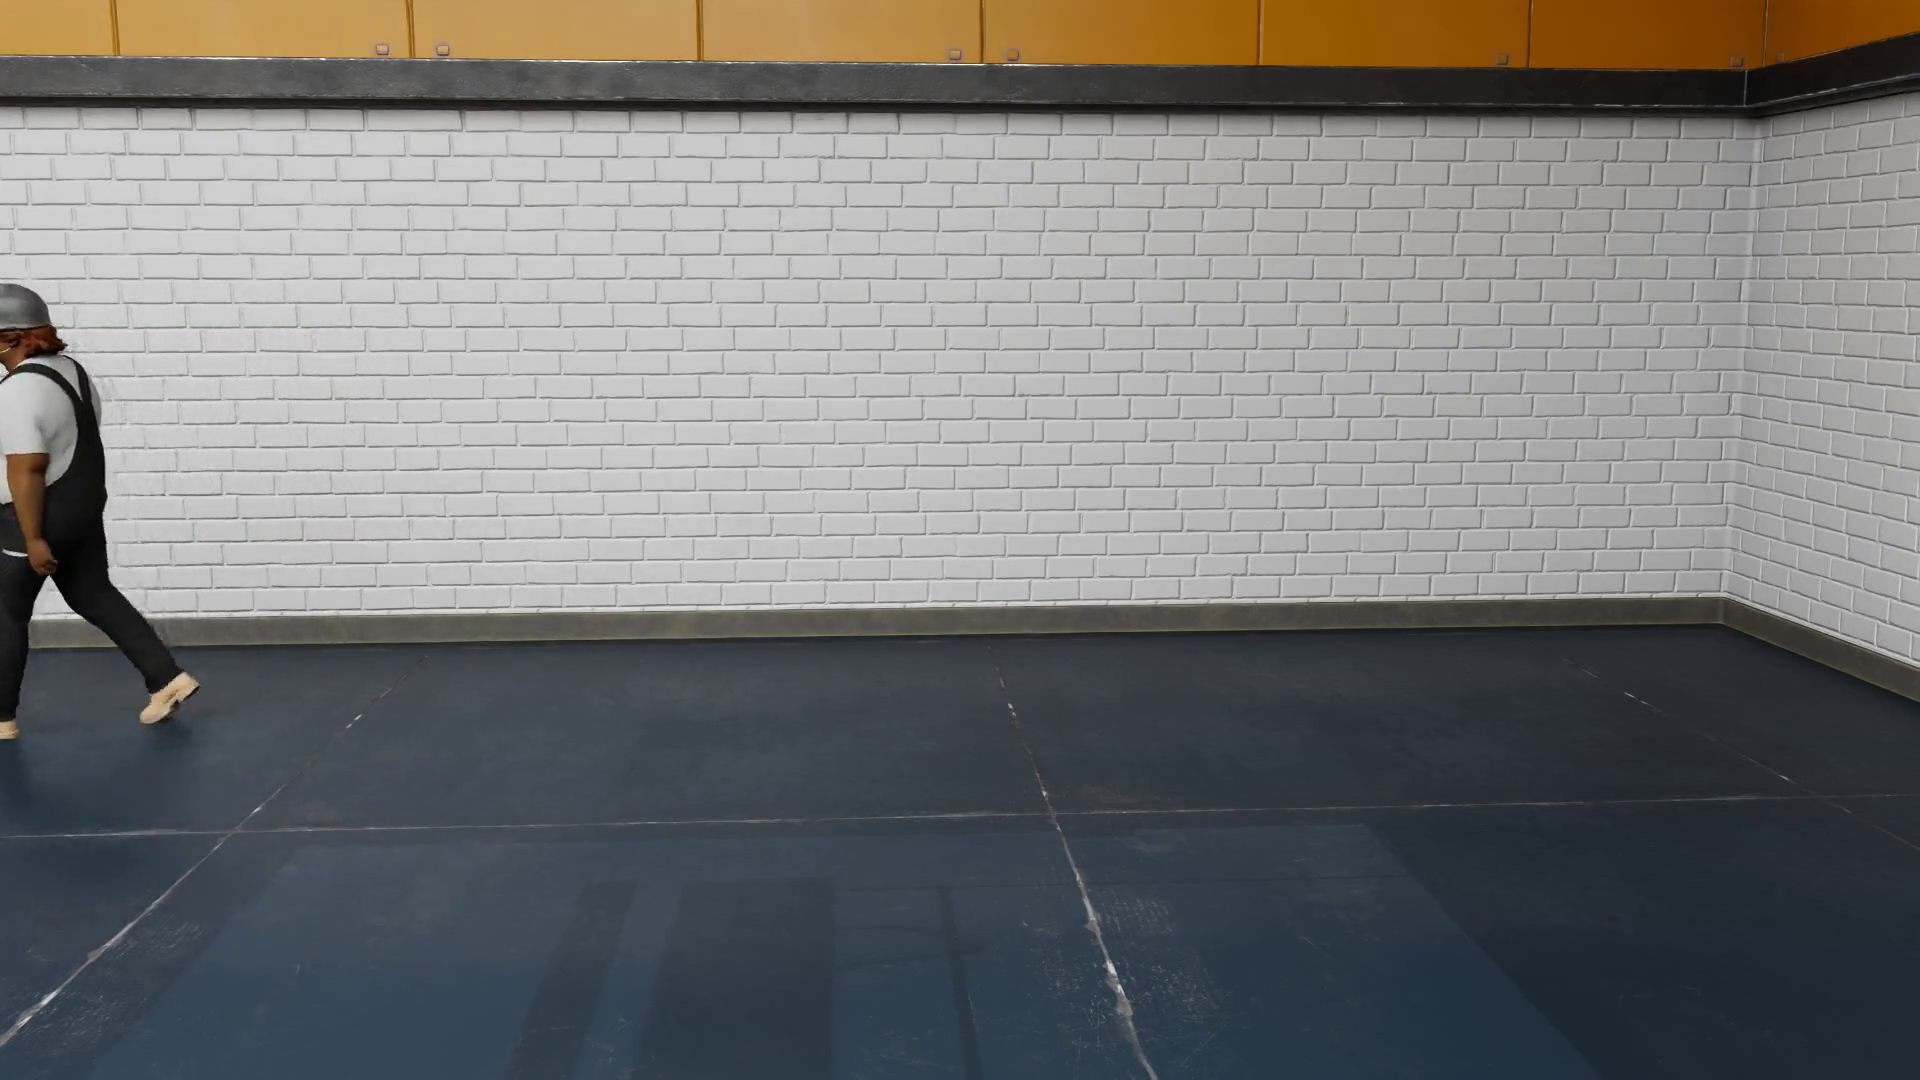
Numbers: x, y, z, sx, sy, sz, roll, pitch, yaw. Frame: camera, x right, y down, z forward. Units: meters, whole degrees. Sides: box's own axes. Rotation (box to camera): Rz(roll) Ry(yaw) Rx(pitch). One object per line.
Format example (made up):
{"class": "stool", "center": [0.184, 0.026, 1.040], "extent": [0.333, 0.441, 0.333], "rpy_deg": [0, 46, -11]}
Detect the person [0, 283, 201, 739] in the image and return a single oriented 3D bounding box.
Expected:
{"class": "person", "center": [-3.928, -0.145, 7.269], "extent": [0.974, 2.000, 0.688], "rpy_deg": [0, 9, 0]}
